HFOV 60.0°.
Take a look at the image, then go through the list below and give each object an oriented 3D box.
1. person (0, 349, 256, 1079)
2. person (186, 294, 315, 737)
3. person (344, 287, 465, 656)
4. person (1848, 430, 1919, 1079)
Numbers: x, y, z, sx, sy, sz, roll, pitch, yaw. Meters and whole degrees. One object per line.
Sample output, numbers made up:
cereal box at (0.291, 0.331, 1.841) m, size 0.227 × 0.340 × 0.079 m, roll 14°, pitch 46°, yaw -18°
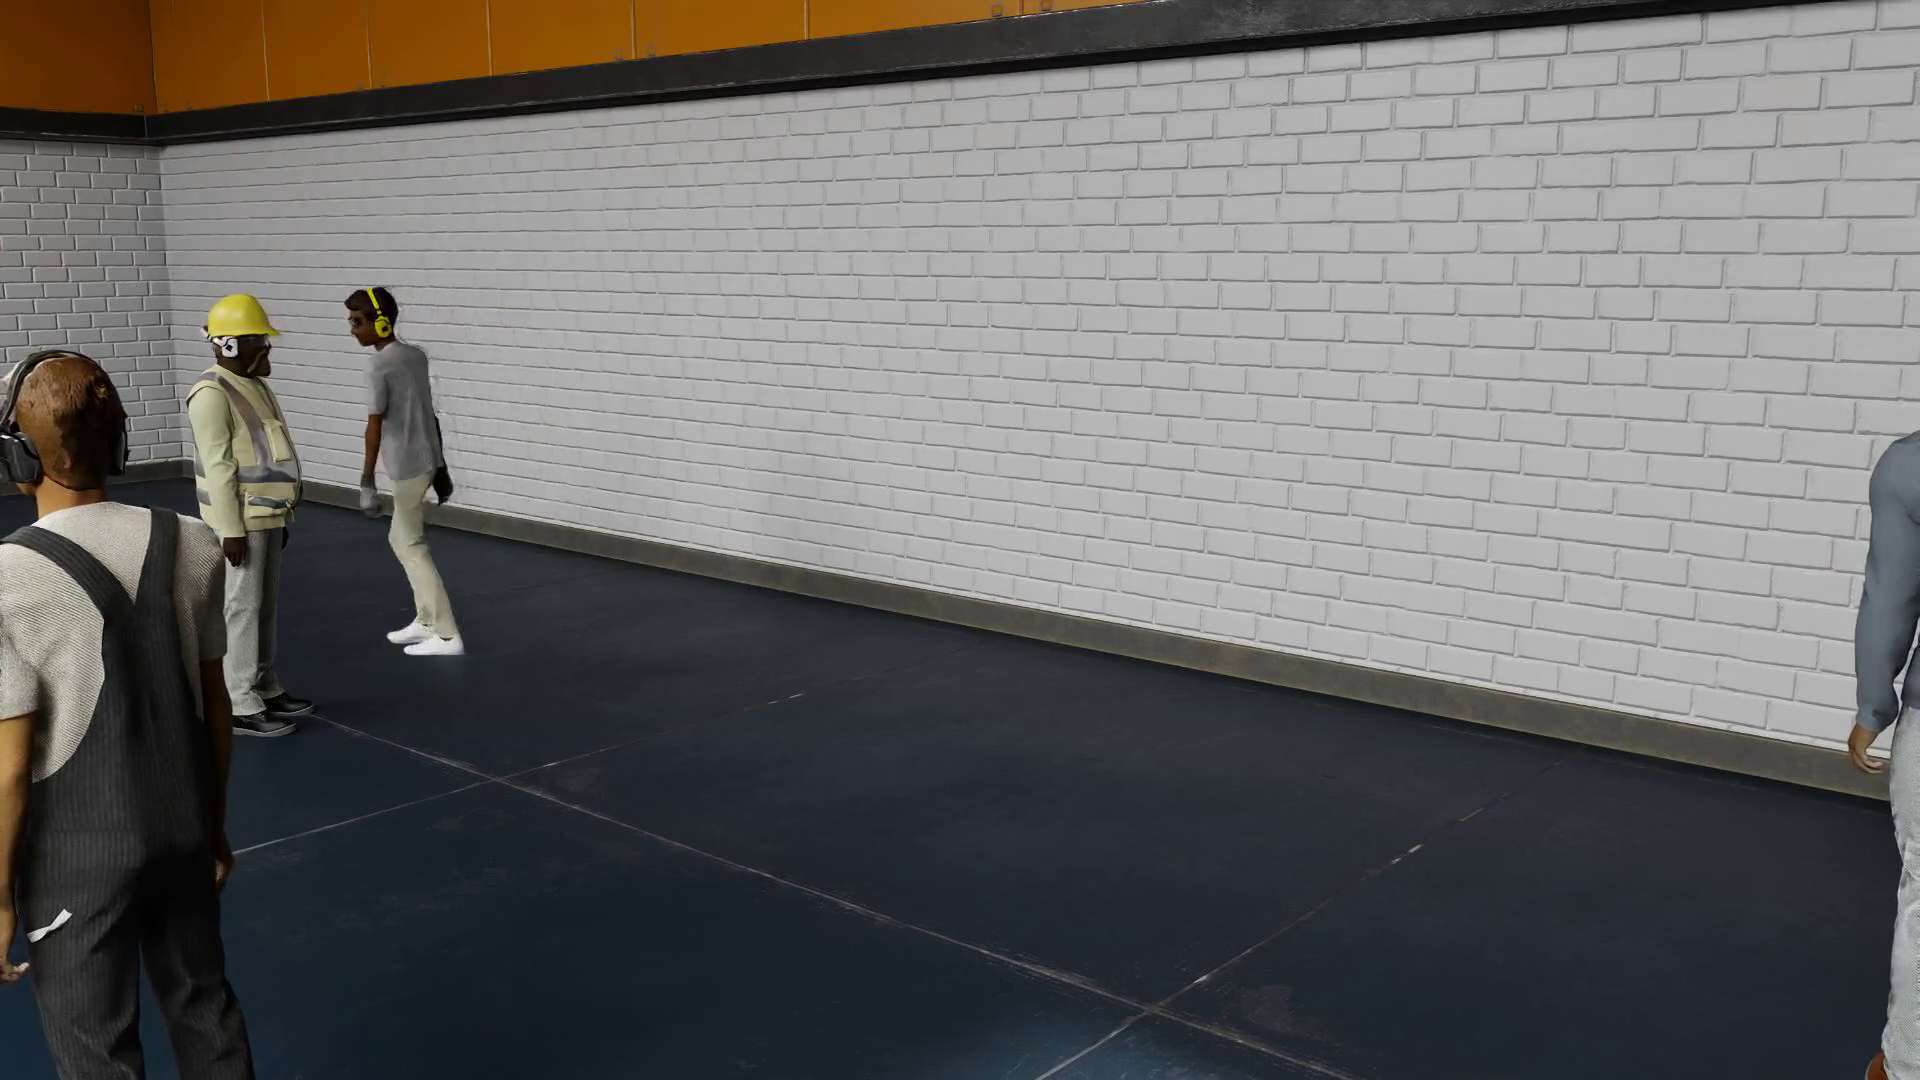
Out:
person at (-1.547, 0.580, 3.032) m, size 0.347 × 1.847 × 0.505 m, roll 5°, pitch 11°, yaw 28°
person at (-2.963, -0.105, 6.967) m, size 0.404 × 1.835 × 0.590 m, roll -1°, pitch 10°, yaw -6°
person at (-2.735, -0.313, 8.138) m, size 0.537 × 1.835 × 0.578 m, roll 1°, pitch 10°, yaw 6°
person at (2.352, 0.410, 3.740) m, size 0.636 × 1.936 × 0.355 m, roll 4°, pitch 11°, yaw 22°
